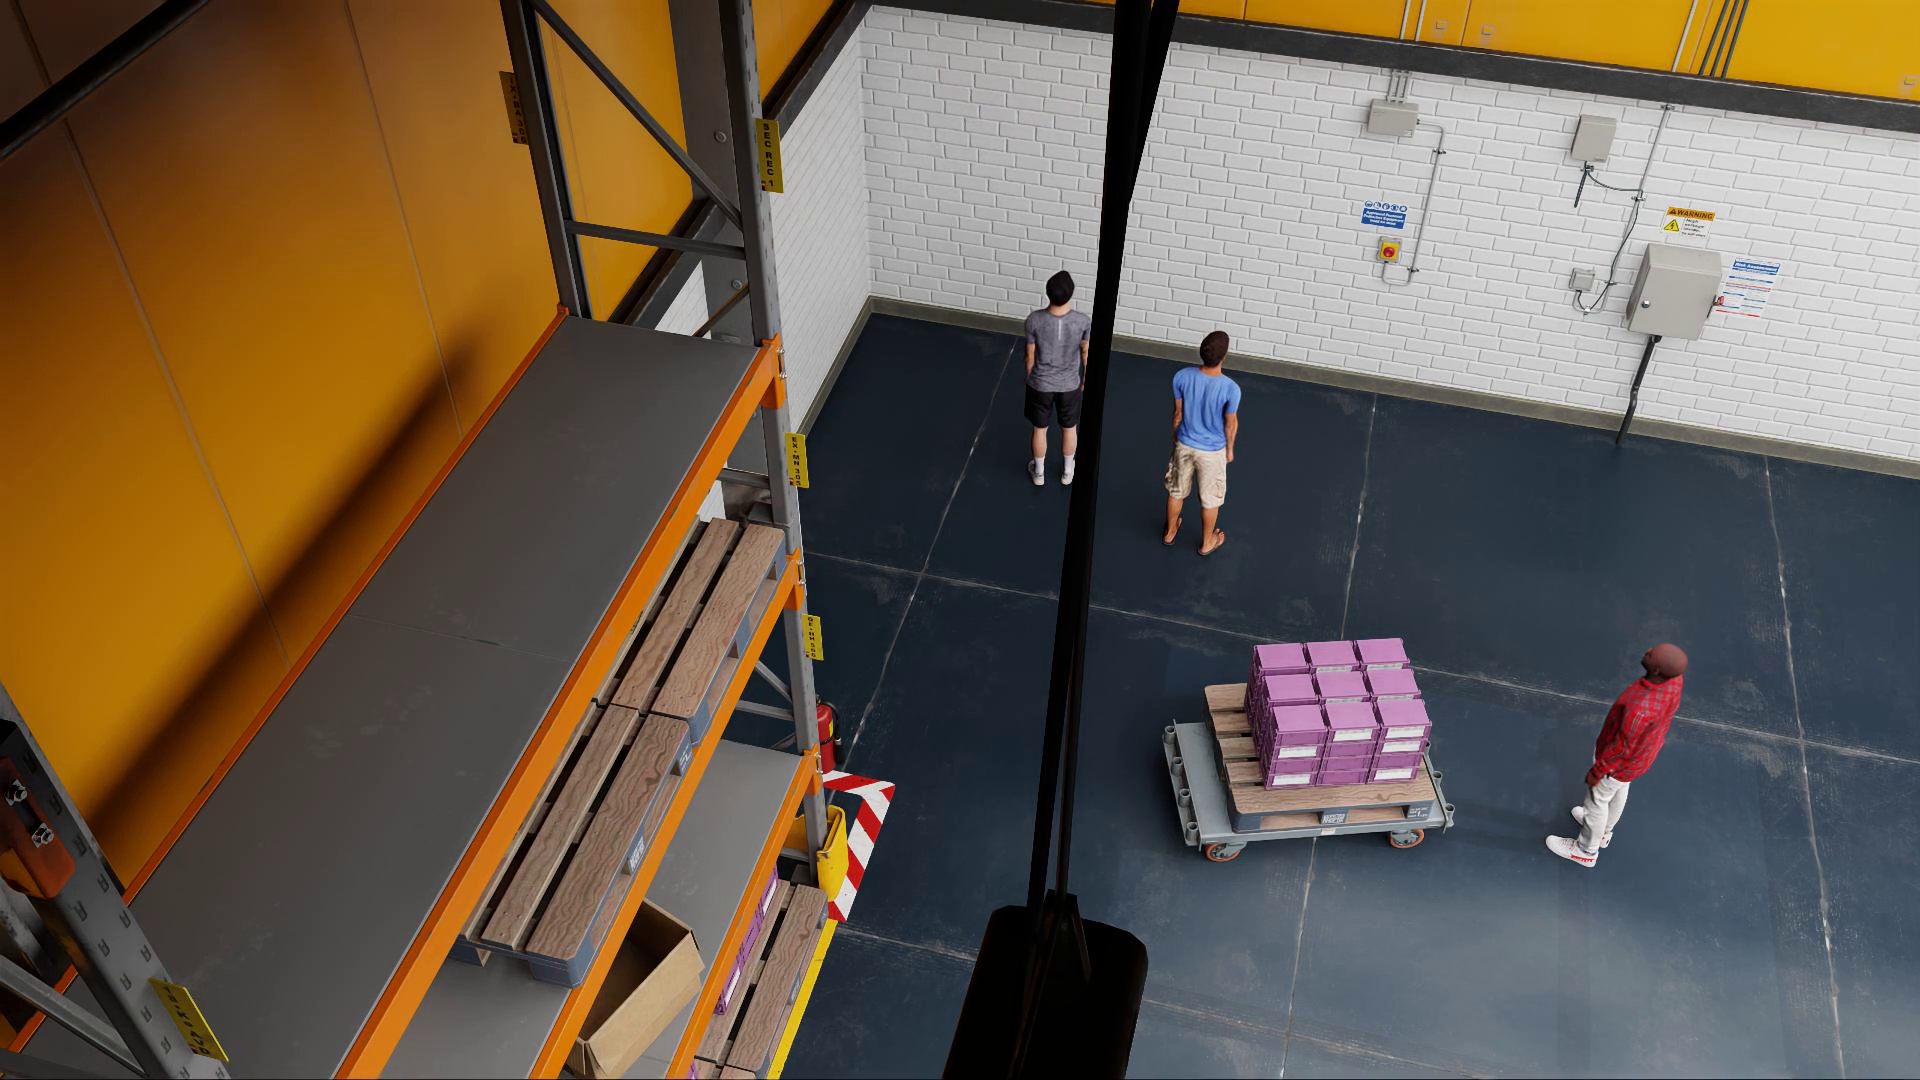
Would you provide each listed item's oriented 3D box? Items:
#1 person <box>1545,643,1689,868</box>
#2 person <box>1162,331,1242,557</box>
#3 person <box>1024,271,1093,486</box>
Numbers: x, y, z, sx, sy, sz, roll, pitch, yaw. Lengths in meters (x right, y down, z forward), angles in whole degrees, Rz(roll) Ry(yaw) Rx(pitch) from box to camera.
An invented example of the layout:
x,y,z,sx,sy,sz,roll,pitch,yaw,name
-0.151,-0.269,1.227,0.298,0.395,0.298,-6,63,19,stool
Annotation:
x,y,z,sx,sy,sz,roll,pitch,yaw,name
3.874,1.228,9.670,0.705,1.820,0.816,-33,53,-30,person
1.687,-0.672,11.633,0.679,1.864,0.612,18,46,18,person
0.697,-1.161,12.141,0.710,1.871,0.649,0,44,0,person
